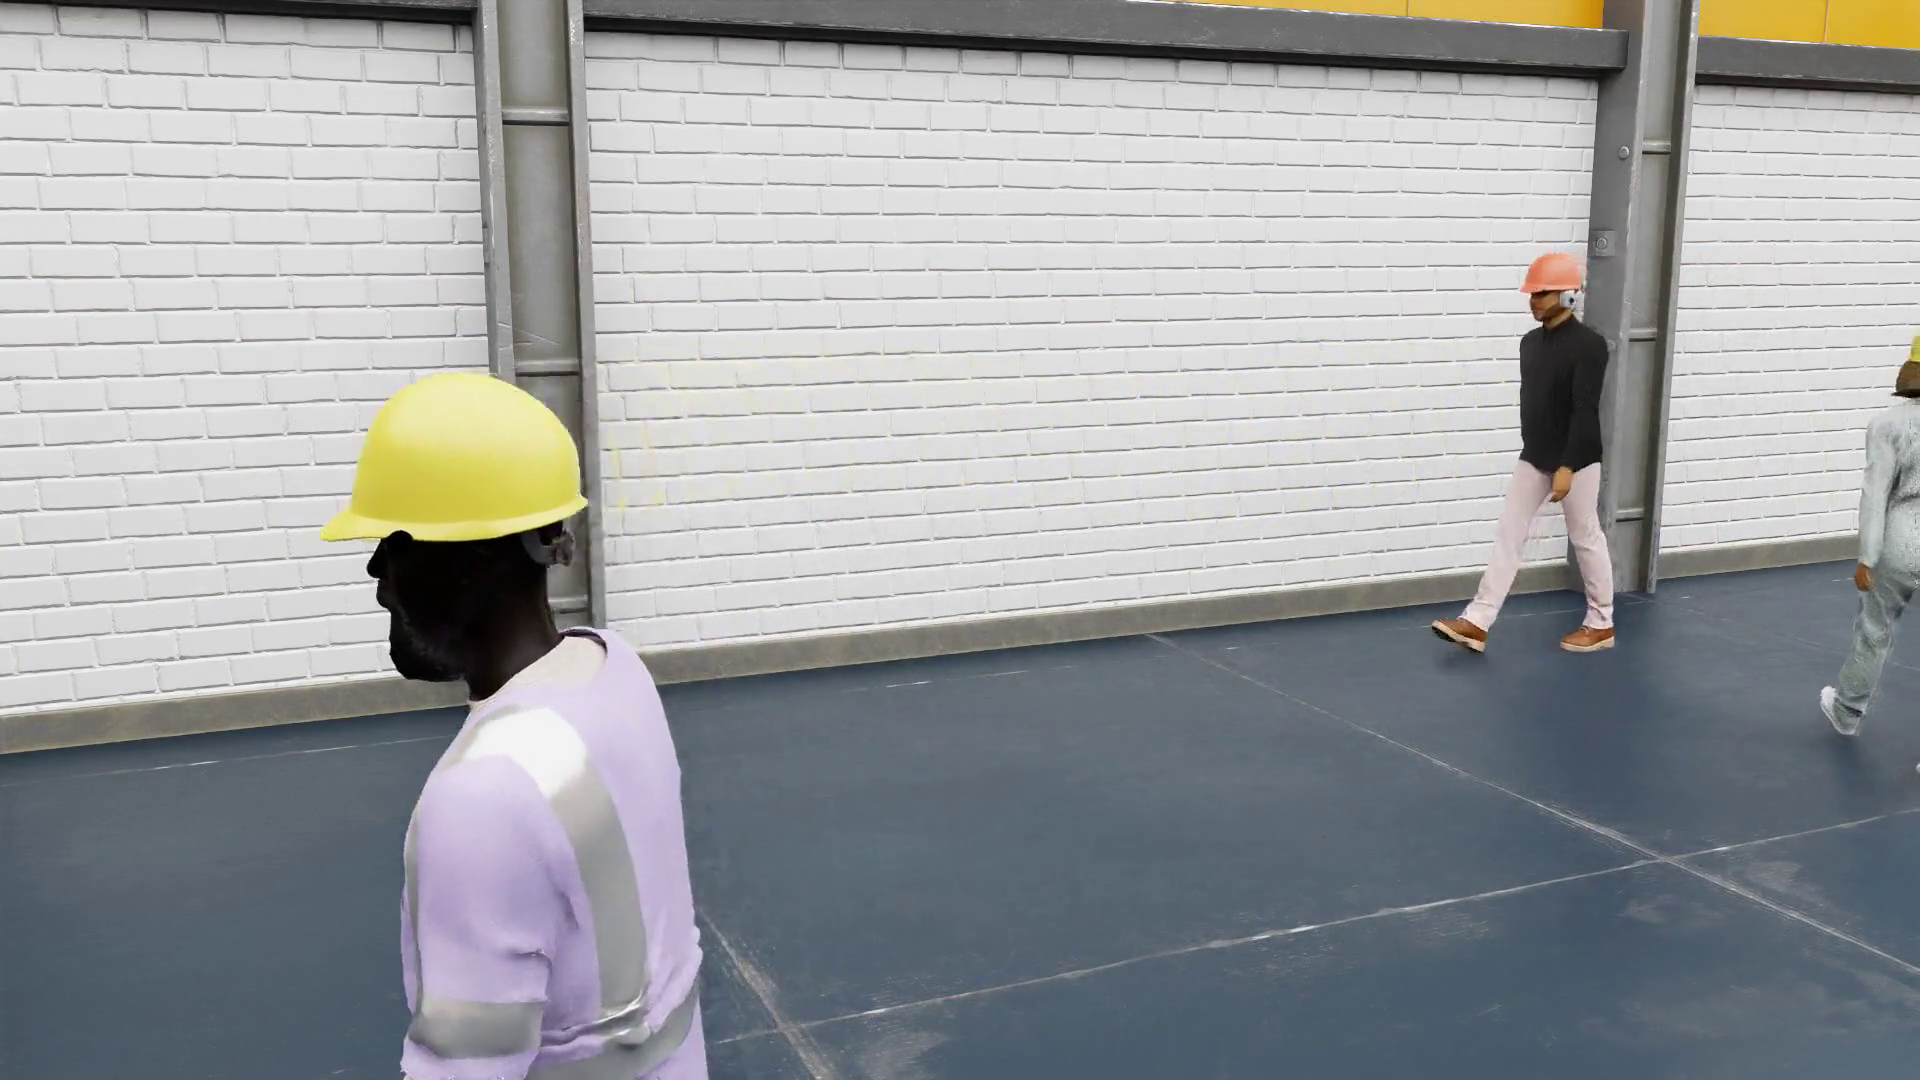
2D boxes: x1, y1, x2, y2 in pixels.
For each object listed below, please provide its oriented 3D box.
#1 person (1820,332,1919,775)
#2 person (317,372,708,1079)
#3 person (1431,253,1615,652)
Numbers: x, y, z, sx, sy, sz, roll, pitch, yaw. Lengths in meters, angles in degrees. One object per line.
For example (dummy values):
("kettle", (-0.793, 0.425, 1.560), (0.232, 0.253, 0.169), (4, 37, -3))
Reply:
("person", (3.664, 0.031, 6.375), (0.506, 1.696, 0.896), (2, 10, 11))
("person", (-0.518, 0.738, 1.998), (1.004, 1.872, 0.614), (0, 10, -2))
("person", (2.807, -0.394, 8.016), (1.010, 1.936, 0.636), (-4, 11, -20))
